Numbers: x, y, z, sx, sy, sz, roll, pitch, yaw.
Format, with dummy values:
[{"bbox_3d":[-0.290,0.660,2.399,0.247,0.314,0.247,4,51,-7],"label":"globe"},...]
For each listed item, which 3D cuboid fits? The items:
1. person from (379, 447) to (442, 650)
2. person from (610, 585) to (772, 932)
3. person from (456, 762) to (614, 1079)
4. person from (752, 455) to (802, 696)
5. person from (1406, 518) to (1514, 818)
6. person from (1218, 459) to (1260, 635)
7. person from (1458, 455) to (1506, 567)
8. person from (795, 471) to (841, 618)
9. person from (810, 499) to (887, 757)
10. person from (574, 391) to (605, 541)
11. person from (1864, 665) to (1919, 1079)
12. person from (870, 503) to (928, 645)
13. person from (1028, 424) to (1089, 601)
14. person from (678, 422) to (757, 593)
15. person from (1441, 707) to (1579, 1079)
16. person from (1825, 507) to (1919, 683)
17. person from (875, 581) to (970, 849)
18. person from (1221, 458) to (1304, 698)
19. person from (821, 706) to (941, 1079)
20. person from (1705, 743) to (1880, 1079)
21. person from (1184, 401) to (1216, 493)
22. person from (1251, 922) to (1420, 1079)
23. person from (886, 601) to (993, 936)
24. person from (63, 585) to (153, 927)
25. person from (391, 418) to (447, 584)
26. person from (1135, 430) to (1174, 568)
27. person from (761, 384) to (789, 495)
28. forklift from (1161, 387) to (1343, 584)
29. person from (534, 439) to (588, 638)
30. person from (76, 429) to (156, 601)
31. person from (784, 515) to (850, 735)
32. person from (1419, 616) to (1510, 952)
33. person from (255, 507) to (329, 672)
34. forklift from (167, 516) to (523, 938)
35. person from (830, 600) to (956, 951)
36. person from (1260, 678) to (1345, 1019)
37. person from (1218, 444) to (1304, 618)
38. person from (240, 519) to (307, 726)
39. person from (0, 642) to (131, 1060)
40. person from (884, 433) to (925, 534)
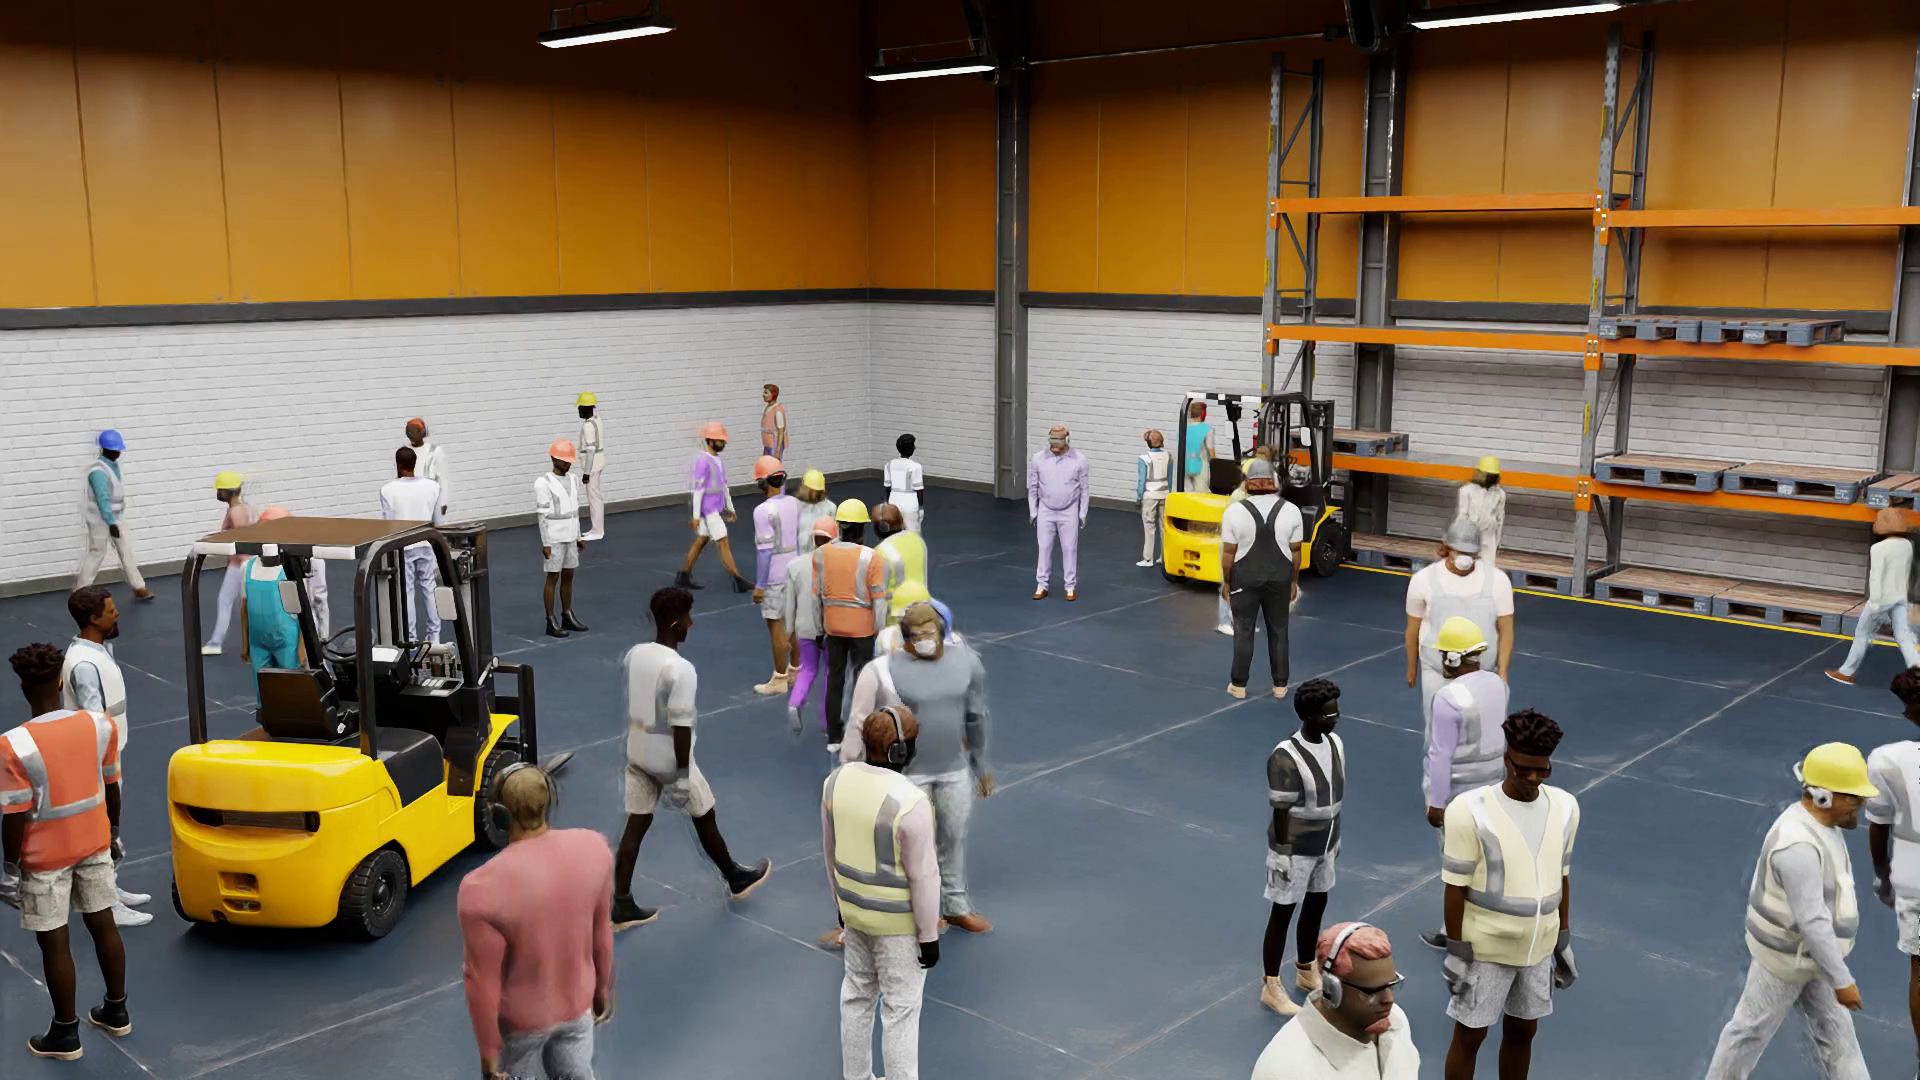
[{"bbox_3d":[-5.144,0.080,15.643,0.600,1.915,0.376,-10,14,-44],"label":"person"},{"bbox_3d":[-1.578,1.187,9.353,0.623,1.901,1.027,9,13,41],"label":"person"},{"bbox_3d":[-1.508,1.752,6.114,0.631,1.916,0.756,-9,13,-42],"label":"person"},{"bbox_3d":[-1.573,0.302,14.042,0.403,2.036,0.609,5,11,25],"label":"person"},{"bbox_3d":[3.381,0.785,11.278,0.686,2.000,1.054,1,10,6],"label":"person"},{"bbox_3d":[2.761,0.079,16.166,0.513,1.736,0.545,7,12,36],"label":"person"},{"bbox_3d":[5.237,-0.027,16.820,0.492,1.711,0.736,1,10,3],"label":"person"},{"bbox_3d":[-1.383,0.185,15.687,0.570,1.690,0.876,-2,10,-10],"label":"person"},{"bbox_3d":[-0.810,0.649,12.374,0.595,1.923,0.372,4,11,22],"label":"person"},{"bbox_3d":[-4.778,-0.956,21.503,0.359,1.930,0.587,-1,10,-4],"label":"person"},{"bbox_3d":[4.404,1.521,7.442,0.698,1.915,0.568,6,12,33],"label":"person"},{"bbox_3d":[-0.502,0.612,12.888,0.438,1.819,0.645,6,12,31],"label":"person"},{"bbox_3d":[1.049,-0.290,17.785,0.650,1.904,0.401,2,10,11],"label":"person"},{"bbox_3d":[-2.678,-0.352,18.209,1.039,1.877,0.562,2,10,11],"label":"person"},{"bbox_3d":[2.218,1.627,6.714,0.600,1.959,0.376,-3,10,-16],"label":"person"},{"bbox_3d":[7.859,0.511,14.116,0.515,1.589,0.878,-4,11,-23],"label":"person"},{"bbox_3d":[-0.277,1.131,10.032,0.592,1.777,0.940,5,11,26],"label":"person"},{"bbox_3d":[2.515,0.310,13.979,0.684,2.000,0.535,0,10,0],"label":"person"},{"bbox_3d":[-0.306,1.611,7.140,0.428,1.842,0.631,-10,14,-44],"label":"person"},{"bbox_3d":[3.522,1.697,6.816,0.907,1.776,0.582,8,13,39],"label":"person"},{"bbox_3d":[3.036,-0.871,21.332,0.819,1.820,0.592,-6,12,-31],"label":"person"},{"bbox_3d":[1.103,1.998,4.750,0.654,1.906,0.407,-9,14,-43],"label":"person"},{"bbox_3d":[-0.119,1.257,8.977,0.732,1.919,0.385,-3,10,-18],"label":"person"},{"bbox_3d":[-4.790,1.198,9.263,0.386,1.921,0.596,-5,11,-26],"label":"person"},{"bbox_3d":[-6.131,-0.431,18.704,0.600,1.852,0.776,3,10,14],"label":"person"},{"bbox_3d":[2.302,-0.490,19.683,0.514,1.639,0.309,-6,12,-31],"label":"person"},{"bbox_3d":[-2.651,-1.304,23.714,0.390,1.850,0.565,-5,11,-27],"label":"person"},{"bbox_3d":[3.298,-0.608,18.767,1.214,2.155,2.313,9,13,42],"label":"forklift"},{"bbox_3d":[-3.866,-0.025,16.208,0.371,1.928,0.543,5,11,28],"label":"person"},{"bbox_3d":[-9.046,-0.247,17.636,0.854,1.883,0.631,0,10,2],"label":"person"},{"bbox_3d":[-1.088,0.684,12.777,0.564,1.724,0.604,2,10,14],"label":"person"},{"bbox_3d":[2.700,1.314,8.910,0.604,1.819,0.438,-9,14,-43],"label":"person"},{"bbox_3d":[-4.891,0.700,12.137,0.547,1.918,0.458,-1,10,-4],"label":"person"},{"bbox_3d":[-3.583,0.976,9.748,1.214,2.155,2.313,2,10,11],"label":"forklift"},{"bbox_3d":[-0.366,1.271,8.938,0.762,1.905,0.414,-6,12,-31],"label":"person"},{"bbox_3d":[1.708,1.499,8.213,0.536,1.693,0.320,-9,13,-40],"label":"person"},{"bbox_3d":[3.093,-0.092,16.954,0.831,1.805,0.523,1,10,6],"label":"person"},{"bbox_3d":[-4.950,0.754,12.007,0.507,1.847,0.343,1,10,7],"label":"person"},{"bbox_3d":[-4.197,1.439,7.767,0.362,1.962,0.614,5,11,27],"label":"person"},{"bbox_3d":[-0.612,-0.355,18.742,0.541,1.695,0.316,8,13,37],"label":"person"}]
